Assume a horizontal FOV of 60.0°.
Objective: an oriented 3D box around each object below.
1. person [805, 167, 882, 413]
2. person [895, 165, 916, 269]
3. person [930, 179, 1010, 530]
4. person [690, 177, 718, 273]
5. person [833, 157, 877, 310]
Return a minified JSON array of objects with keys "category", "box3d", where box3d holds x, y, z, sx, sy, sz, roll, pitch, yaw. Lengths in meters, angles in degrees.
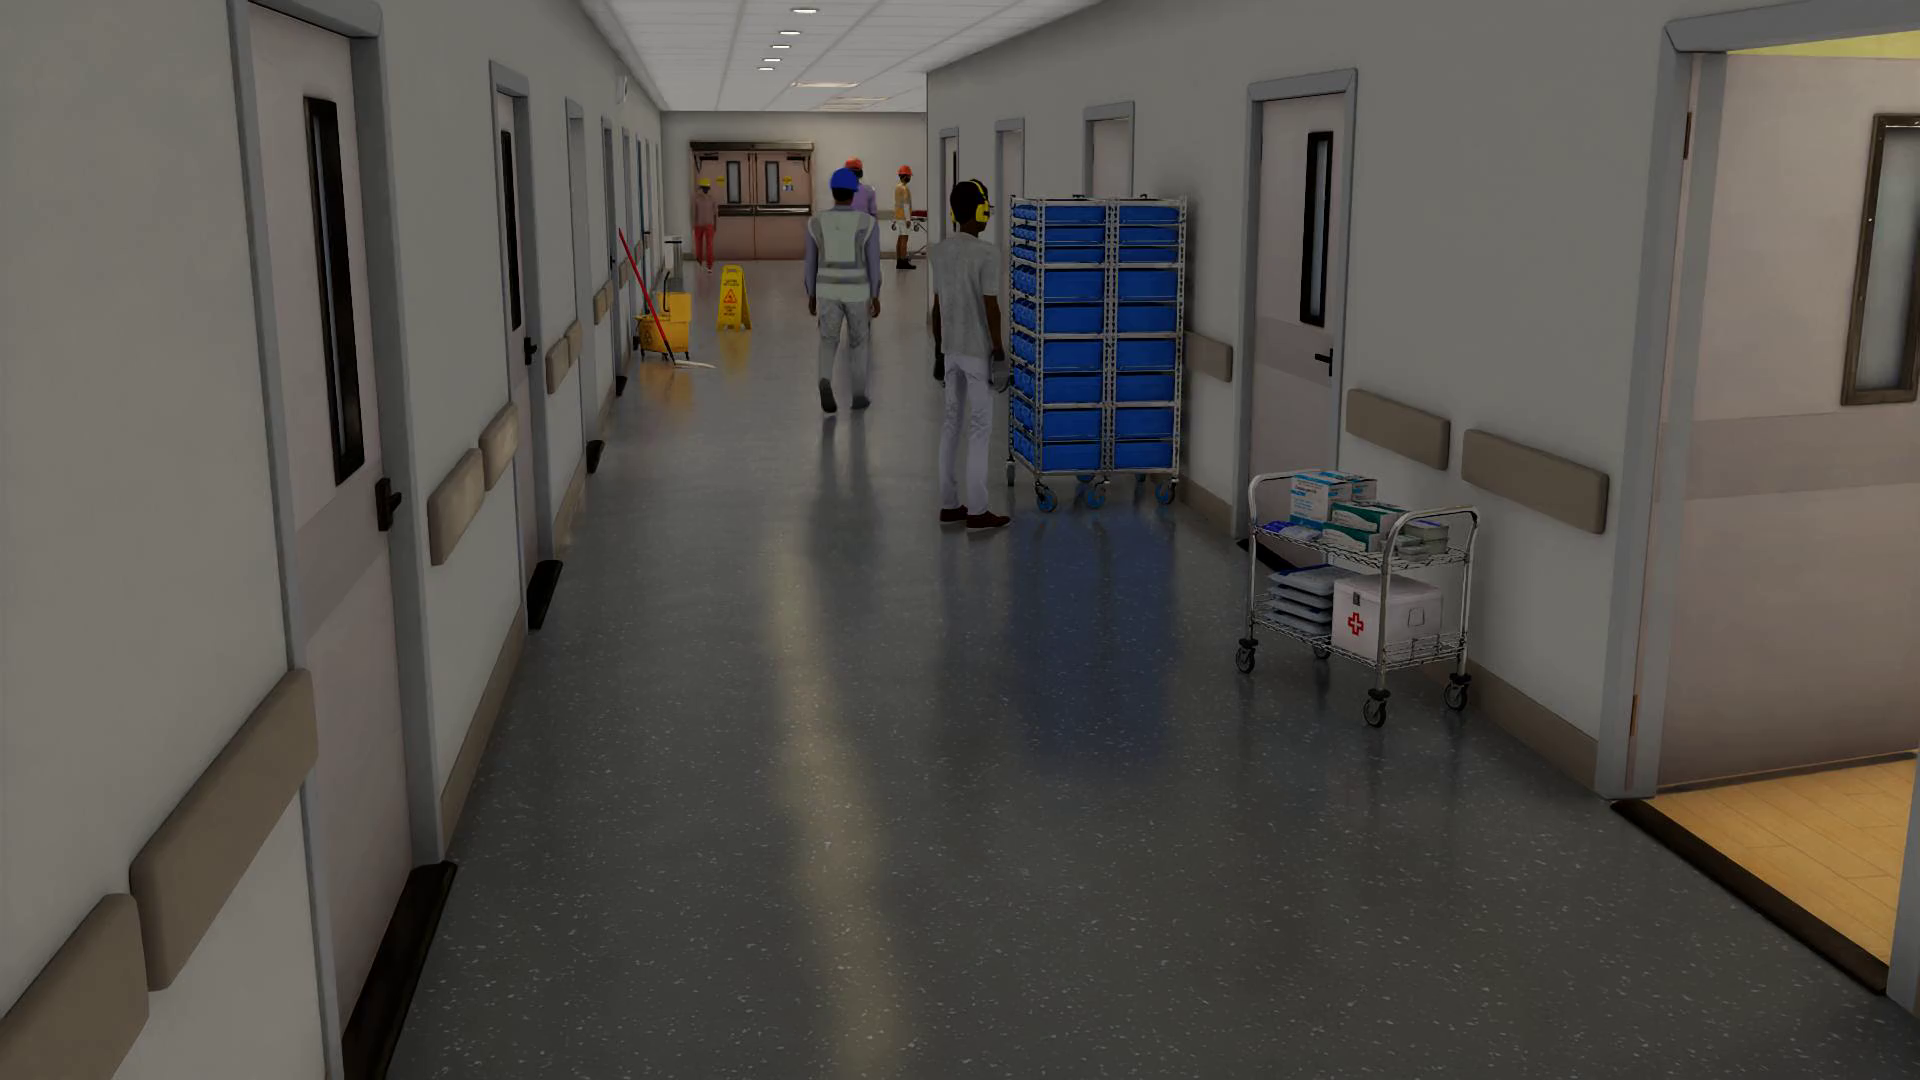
[{"category":"person","box3d":[-0.923,-1.949,13.081,0.621,1.922,0.807,2,13,9]},{"category":"person","box3d":[-1.046,-6.097,31.454,0.353,1.941,0.543,-5,14,-20]},{"category":"person","box3d":[0.056,-0.986,8.943,0.335,1.865,0.514,-12,17,-42]},{"category":"person","box3d":[-4.707,-5.812,30.639,0.523,1.734,0.816,-2,13,-9]},{"category":"person","box3d":[-1.421,-4.128,22.471,0.605,2.045,0.380,-4,13,-17]}]
